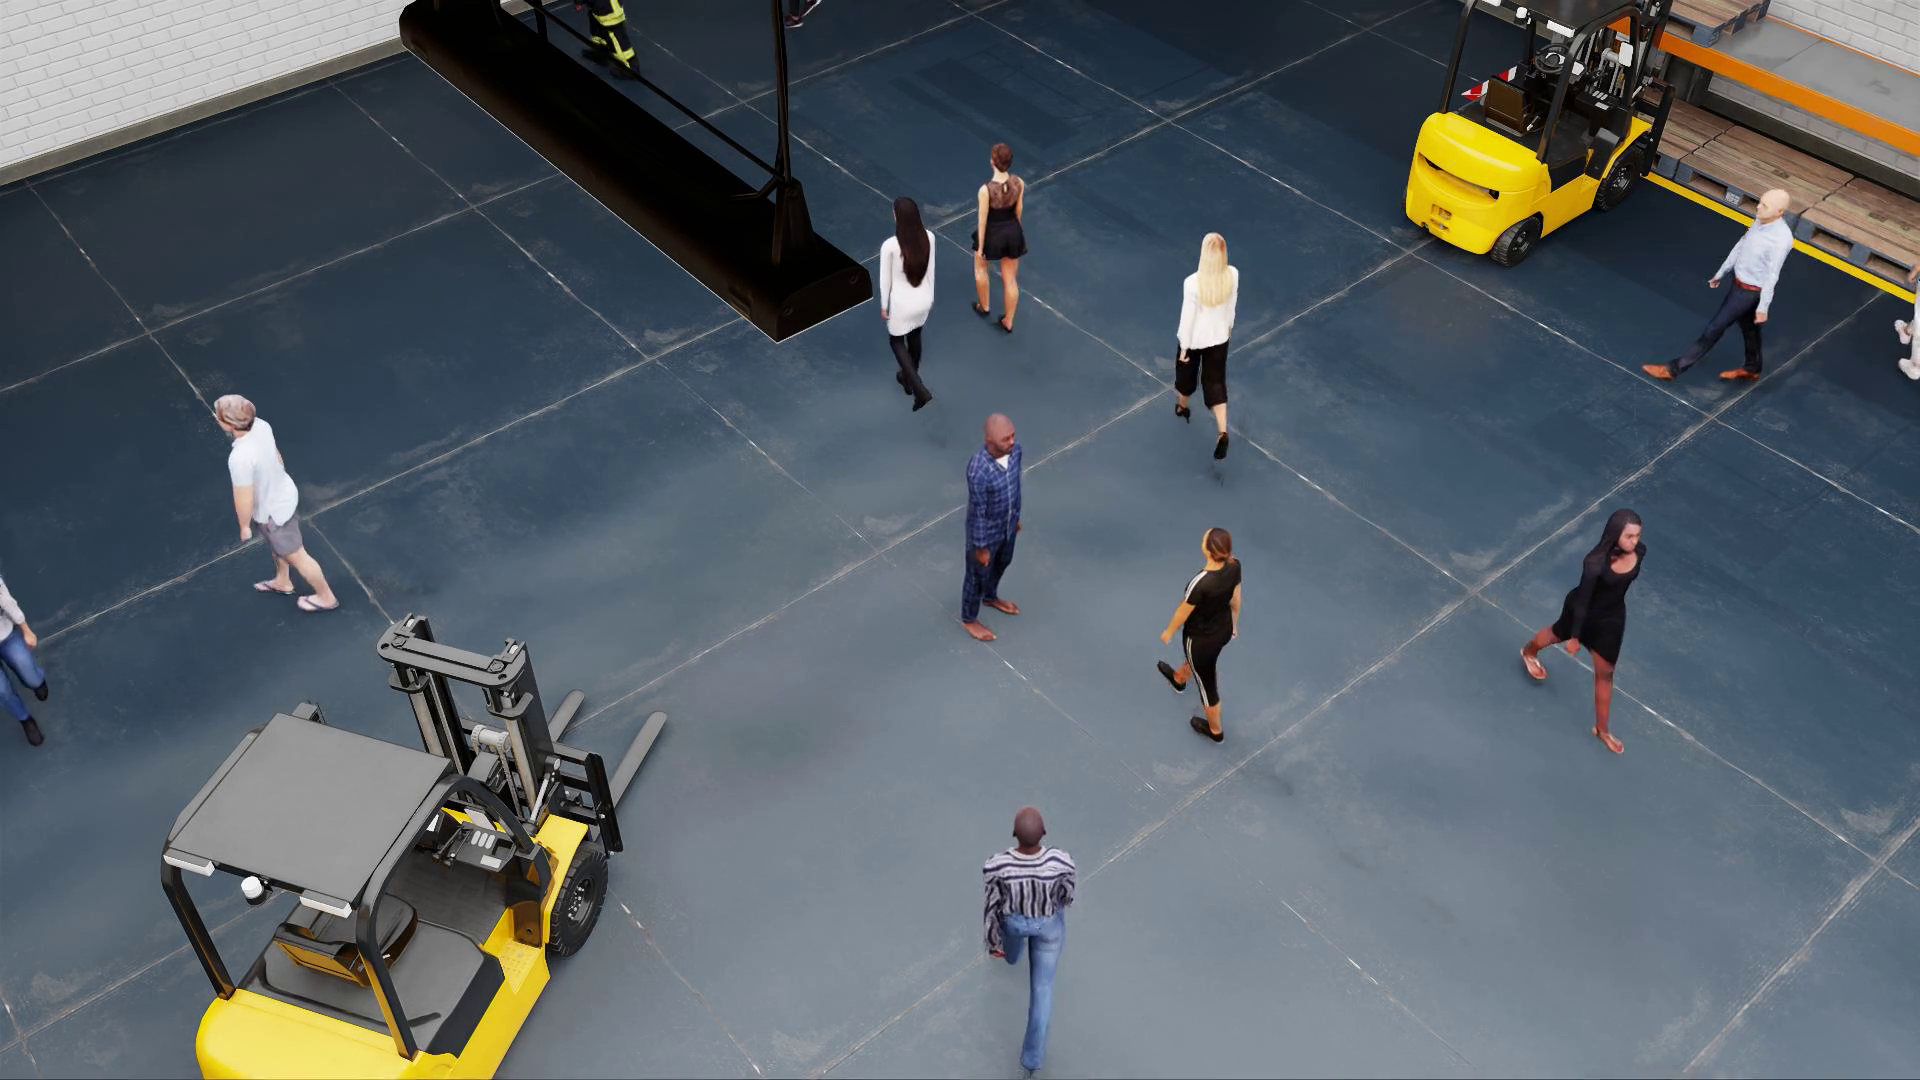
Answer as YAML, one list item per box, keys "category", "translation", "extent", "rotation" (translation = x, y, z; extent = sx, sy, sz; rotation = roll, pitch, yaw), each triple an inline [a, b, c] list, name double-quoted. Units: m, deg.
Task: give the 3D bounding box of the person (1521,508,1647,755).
- category: "person"
  translation: [3.880, 0.433, 10.394]
  extent: [0.886, 1.664, 1.286]
  rotation: [-17, 46, -17]

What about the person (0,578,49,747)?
- category: "person"
  translation: [-5.972, 0.602, 10.249]
  extent: [0.692, 1.618, 0.793]
  rotation: [-21, 48, -21]

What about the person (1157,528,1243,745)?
- category: "person"
  translation: [1.578, 0.629, 10.207]
  extent: [0.603, 1.638, 0.930]
  rotation: [-33, 53, -30]

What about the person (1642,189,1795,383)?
- category: "person"
  translation: [6.114, -1.891, 12.780]
  extent: [1.232, 1.737, 1.207]
  rotation: [1, 44, 1]

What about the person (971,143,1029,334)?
- category: "person"
  translation: [0.354, -2.375, 13.345]
  extent: [0.698, 1.659, 0.810]
  rotation: [-17, 46, -17]

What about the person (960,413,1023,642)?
- category: "person"
  translation: [0.199, -0.115, 10.860]
  extent: [0.646, 1.815, 0.696]
  rotation: [28, 50, 26]

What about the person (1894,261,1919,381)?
- category: "person"
  translation: [7.699, -2.007, 12.962]
  extent: [1.011, 1.654, 1.082]
  rotation: [3, 44, 3]

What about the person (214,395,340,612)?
- category: "person"
  translation: [-4.435, -0.220, 10.969]
  extent: [0.989, 1.816, 0.946]
  rotation: [-2, 44, -2]

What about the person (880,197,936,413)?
- category: "person"
  translation: [-0.353, -1.739, 12.579]
  extent: [0.735, 1.794, 0.987]
  rotation: [-19, 47, -19]

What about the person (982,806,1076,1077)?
- category: "person"
  translation: [0.377, 2.093, 8.604]
  extent: [1.150, 1.729, 1.256]
  rotation: [1, 44, 1]

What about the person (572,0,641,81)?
- category: "person"
  translation: [-3.441, -5.429, 16.453]
  extent: [1.137, 1.793, 1.023]
  rotation: [12, 45, 12]

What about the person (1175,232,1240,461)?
- category: "person"
  translation: [1.838, -1.393, 12.190]
  extent: [0.937, 1.830, 1.221]
  rotation: [-12, 45, -12]
